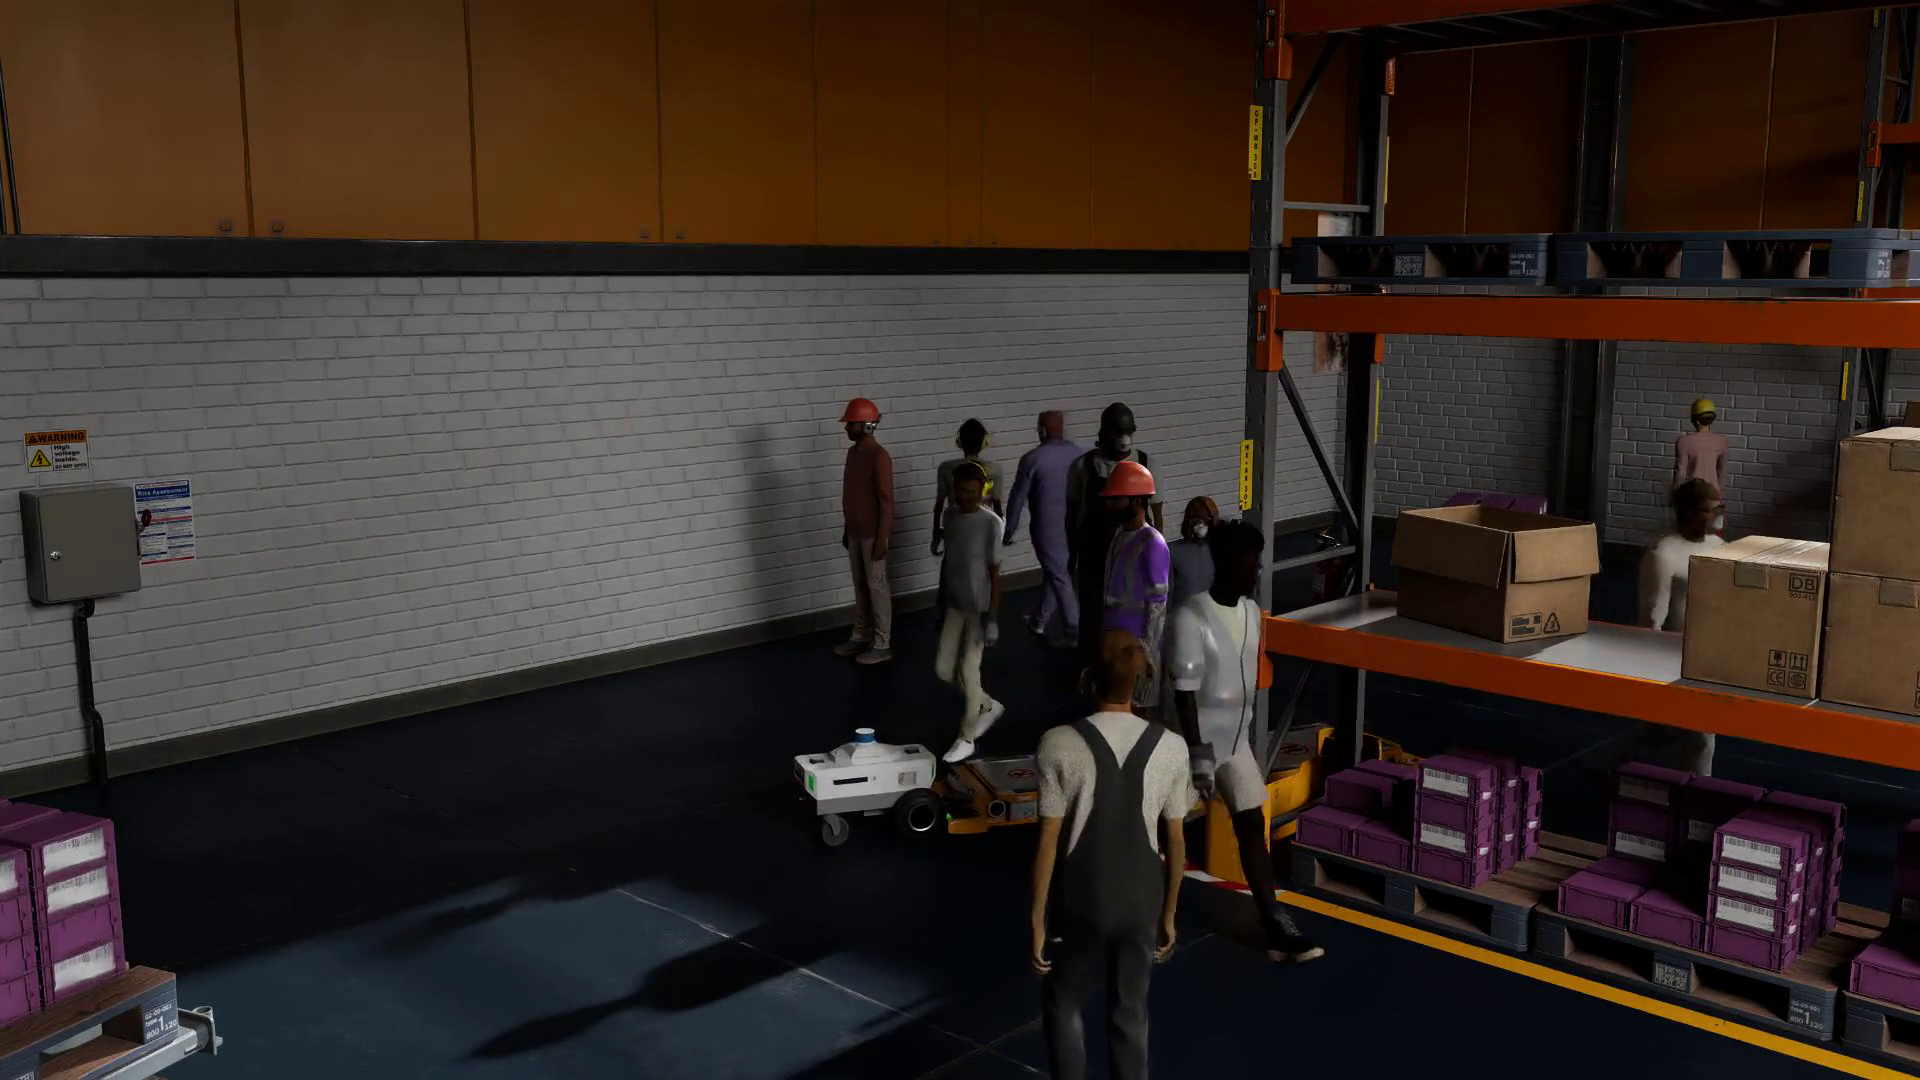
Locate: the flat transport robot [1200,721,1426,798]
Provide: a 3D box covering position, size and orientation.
[{"bbox_3d":[1.940,1.273,9.517,1.431,0.197,0.652,-5,11,-29],"label":"flat transport robot"}]

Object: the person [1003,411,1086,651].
[{"bbox_3d":[0.723,-0.083,13.060,0.653,1.844,1.032,-5,11,-30],"label":"person"}]

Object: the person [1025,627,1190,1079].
[{"bbox_3d":[0.461,1.188,5.295,0.542,1.816,0.497,-1,9,-8],"label":"person"}]

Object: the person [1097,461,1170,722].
[{"bbox_3d":[0.903,0.543,8.892,0.361,1.939,0.543,-3,10,-17],"label":"person"}]

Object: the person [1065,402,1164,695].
[{"bbox_3d":[1.070,0.071,11.478,0.689,2.000,0.539,0,9,1],"label":"person"}]

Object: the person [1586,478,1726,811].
[{"bbox_3d":[3.679,0.610,8.595,0.637,1.907,0.931,-7,11,-36],"label":"person"}]

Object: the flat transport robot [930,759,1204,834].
[{"bbox_3d":[0.539,1.348,9.060,1.431,0.197,0.652,-3,10,-15],"label":"flat transport robot"}]

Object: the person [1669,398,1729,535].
[{"bbox_3d":[6.807,-0.424,15.351,0.525,1.769,0.310,-1,9,-8],"label":"person"}]

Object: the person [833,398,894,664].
[{"bbox_3d":[-0.716,-0.072,12.489,0.386,1.996,0.610,-5,11,-29],"label":"person"}]

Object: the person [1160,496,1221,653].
[{"bbox_3d":[1.403,0.549,9.791,0.500,1.633,0.285,1,9,5],"label":"person"}]

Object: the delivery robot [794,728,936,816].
[{"bbox_3d":[-0.498,1.224,8.662,0.707,0.478,0.477,-3,10,-19],"label":"delivery robot"}]

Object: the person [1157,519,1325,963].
[{"bbox_3d":[1.095,0.851,7.142,0.610,1.911,0.995,-8,12,-40],"label":"person"}]

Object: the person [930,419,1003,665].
[{"bbox_3d":[0.050,0.006,12.555,0.510,1.825,0.933,-1,9,-9],"label":"person"}]

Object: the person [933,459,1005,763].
[{"bbox_3d":[0.080,0.412,9.977,0.544,1.845,0.484,9,13,42],"label":"person"}]
